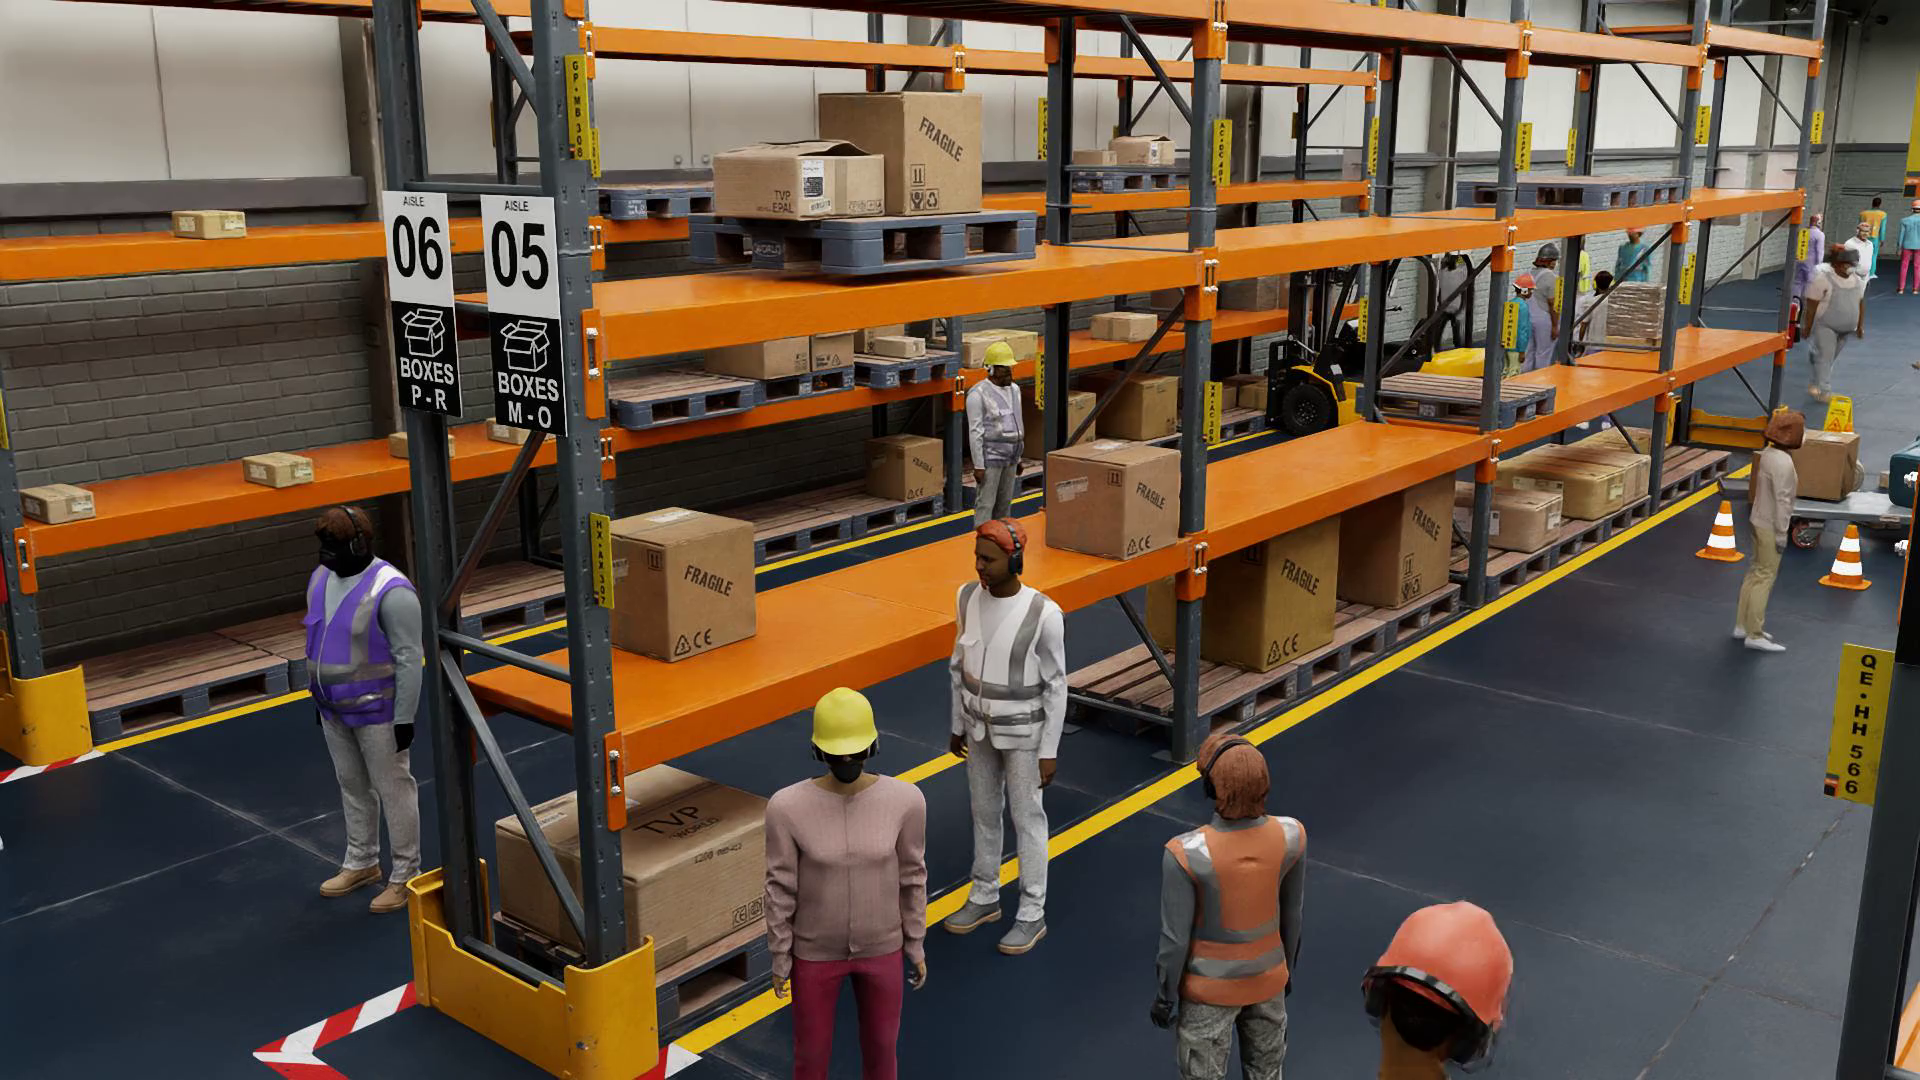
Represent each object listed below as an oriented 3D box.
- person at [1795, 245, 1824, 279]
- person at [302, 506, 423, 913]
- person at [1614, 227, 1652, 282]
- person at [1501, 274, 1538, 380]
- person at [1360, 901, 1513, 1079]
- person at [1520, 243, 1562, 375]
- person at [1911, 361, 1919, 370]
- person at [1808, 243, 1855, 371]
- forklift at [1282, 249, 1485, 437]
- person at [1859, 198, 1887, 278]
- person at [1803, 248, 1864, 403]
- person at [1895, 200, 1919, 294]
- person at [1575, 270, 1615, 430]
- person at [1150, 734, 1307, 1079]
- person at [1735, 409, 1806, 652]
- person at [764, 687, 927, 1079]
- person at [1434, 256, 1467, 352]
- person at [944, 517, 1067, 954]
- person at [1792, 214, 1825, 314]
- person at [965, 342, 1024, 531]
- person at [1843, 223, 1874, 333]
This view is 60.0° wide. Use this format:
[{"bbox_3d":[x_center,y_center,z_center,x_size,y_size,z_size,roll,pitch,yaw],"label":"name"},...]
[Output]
[{"bbox_3d":[16.822,-5.430,33.007,0.513,1.640,0.311,6,15,21],"label":"person"},{"bbox_3d":[-2.674,0.749,7.431,0.635,1.842,0.429,8,16,30],"label":"person"},{"bbox_3d":[10.982,-4.223,27.267,0.393,2.039,0.615,-9,16,-32],"label":"person"},{"bbox_3d":[6.834,-2.374,20.356,0.359,1.743,0.563,1,14,2],"label":"person"},{"bbox_3d":[0.840,1.672,3.368,0.588,1.993,0.744,-4,14,-15],"label":"person"},{"bbox_3d":[7.574,-2.827,21.580,0.535,2.000,0.684,-5,15,-19],"label":"person"},{"bbox_3d":[14.233,-3.293,23.879,0.871,1.842,0.599,-5,15,-19],"label":"person"},{"bbox_3d":[12.818,-3.461,24.571,0.587,1.856,0.866,4,14,14],"label":"person"},{"bbox_3d":[4.886,-2.214,18.767,2.313,2.155,1.214,11,18,38],"label":"forklift"},{"bbox_3d":[21.739,-7.205,39.706,0.595,1.905,0.394,11,18,39],"label":"person"},{"bbox_3d":[11.360,-2.840,21.632,0.684,2.000,0.936,-3,14,-12],"label":"person"},{"bbox_3d":[20.564,-6.323,35.906,0.611,1.996,0.379,5,15,21],"label":"person"},{"bbox_3d":[7.472,-2.213,19.448,0.518,1.865,0.326,3,14,12],"label":"person"},{"bbox_3d":[0.839,1.397,5.206,0.514,1.642,0.310,-6,15,-22],"label":"person"},{"bbox_3d":[5.473,-0.074,11.208,0.266,1.631,0.507,3,14,12],"label":"person"},{"bbox_3d":[-0.354,1.310,5.303,0.526,1.768,0.315,-3,14,-13],"label":"person"},{"bbox_3d":[6.926,-3.225,23.637,0.951,1.822,0.544,-12,18,-40],"label":"person"},{"bbox_3d":[0.186,0.822,7.047,0.577,1.882,0.349,12,18,41],"label":"person"},{"bbox_3d":[16.333,-5.302,31.958,0.399,1.900,0.644,-4,14,-17],"label":"person"},{"bbox_3d":[0.303,-0.651,13.146,0.404,1.833,0.588,11,17,37],"label":"person"},{"bbox_3d":[15.509,-4.520,28.760,0.643,1.905,0.400,-6,15,-22],"label":"person"}]
